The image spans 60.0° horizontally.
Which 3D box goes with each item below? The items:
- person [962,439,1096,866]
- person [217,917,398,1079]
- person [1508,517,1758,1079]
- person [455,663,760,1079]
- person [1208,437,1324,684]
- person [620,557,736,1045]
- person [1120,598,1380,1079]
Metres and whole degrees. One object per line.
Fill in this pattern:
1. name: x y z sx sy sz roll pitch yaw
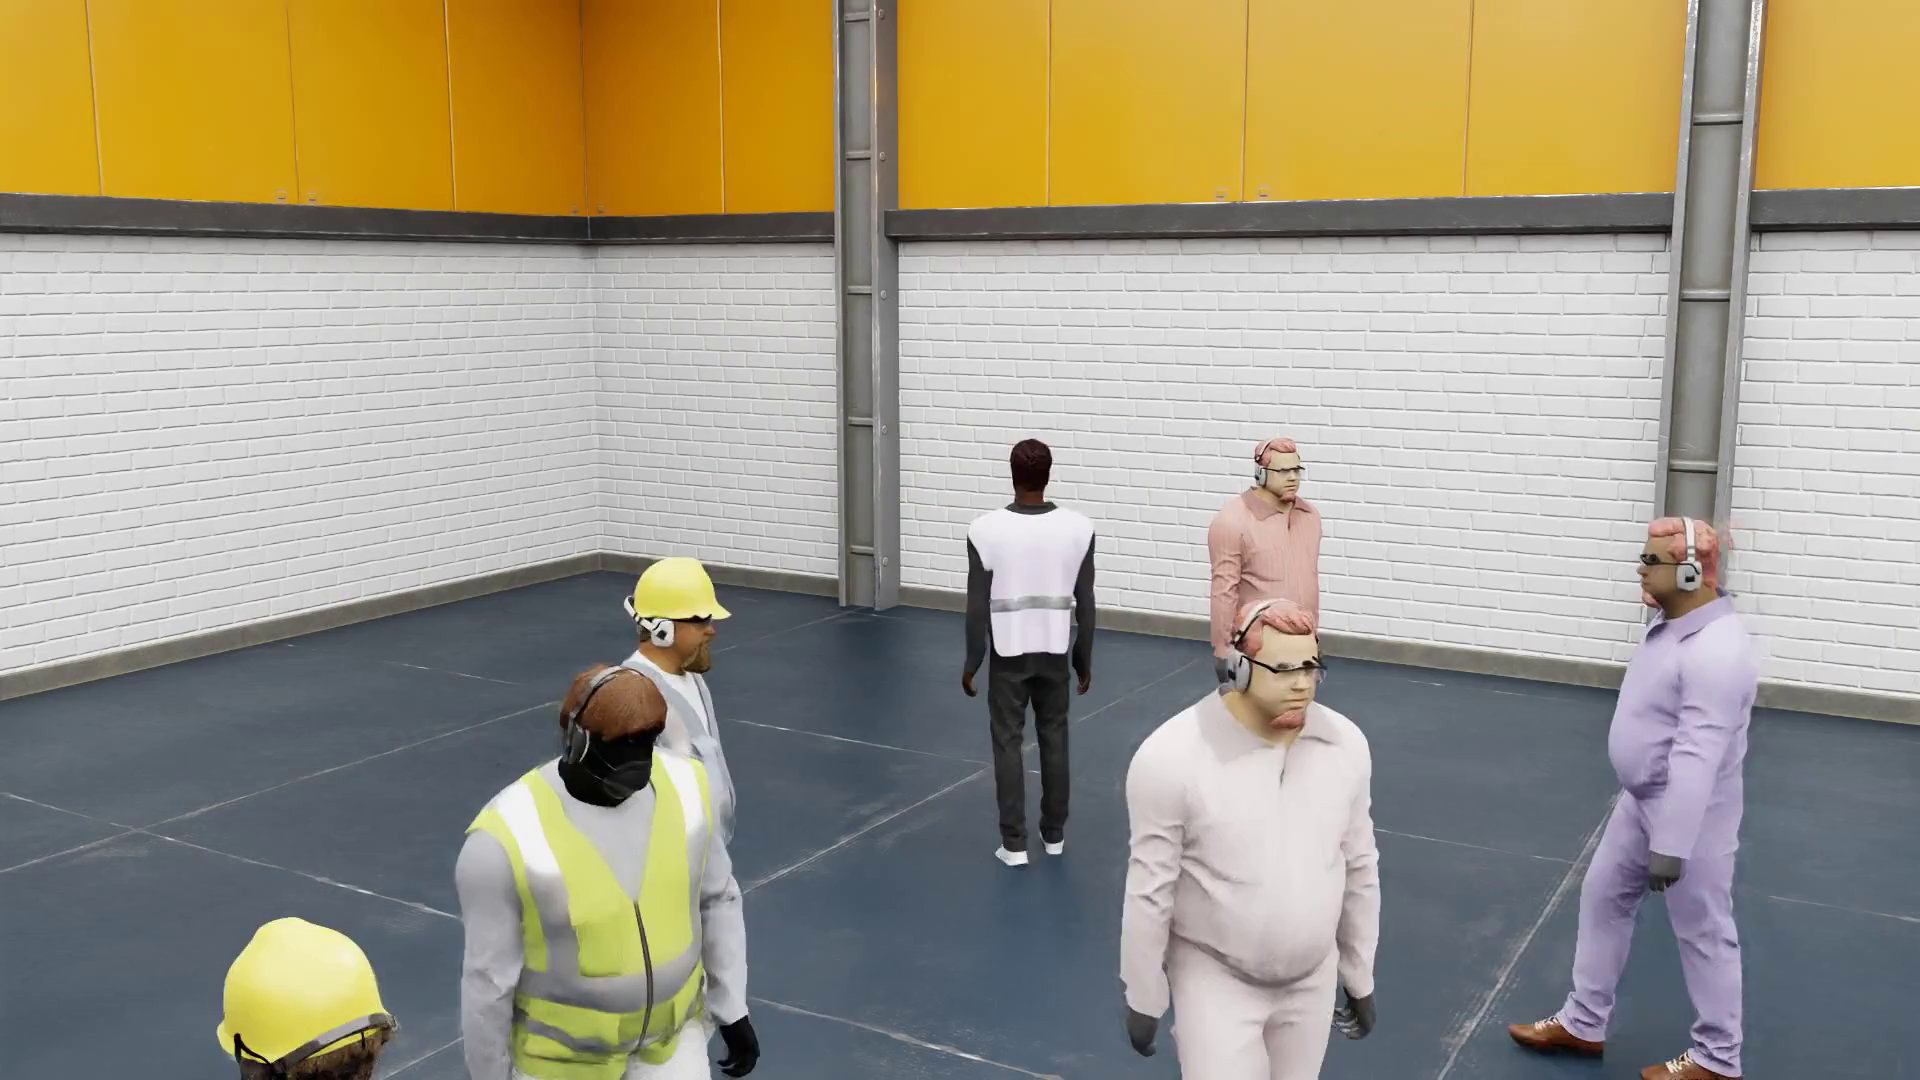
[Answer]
1. person: 0.310 0.517 7.482 0.608 1.933 0.522 -2 9 -10
2. person: -0.887 1.398 2.412 0.540 1.749 0.706 -8 12 -42
3. person: 2.172 0.858 5.347 0.826 1.877 0.681 1 9 9
4. person: -0.824 1.147 3.847 0.653 1.796 0.581 -7 11 -37
5. person: 1.443 0.473 7.689 0.650 1.906 0.401 -6 11 -32
6. person: -0.846 0.949 4.985 0.452 1.814 0.617 1 9 5
7. person: 0.731 1.066 4.020 0.666 1.891 0.419 -4 10 -22
